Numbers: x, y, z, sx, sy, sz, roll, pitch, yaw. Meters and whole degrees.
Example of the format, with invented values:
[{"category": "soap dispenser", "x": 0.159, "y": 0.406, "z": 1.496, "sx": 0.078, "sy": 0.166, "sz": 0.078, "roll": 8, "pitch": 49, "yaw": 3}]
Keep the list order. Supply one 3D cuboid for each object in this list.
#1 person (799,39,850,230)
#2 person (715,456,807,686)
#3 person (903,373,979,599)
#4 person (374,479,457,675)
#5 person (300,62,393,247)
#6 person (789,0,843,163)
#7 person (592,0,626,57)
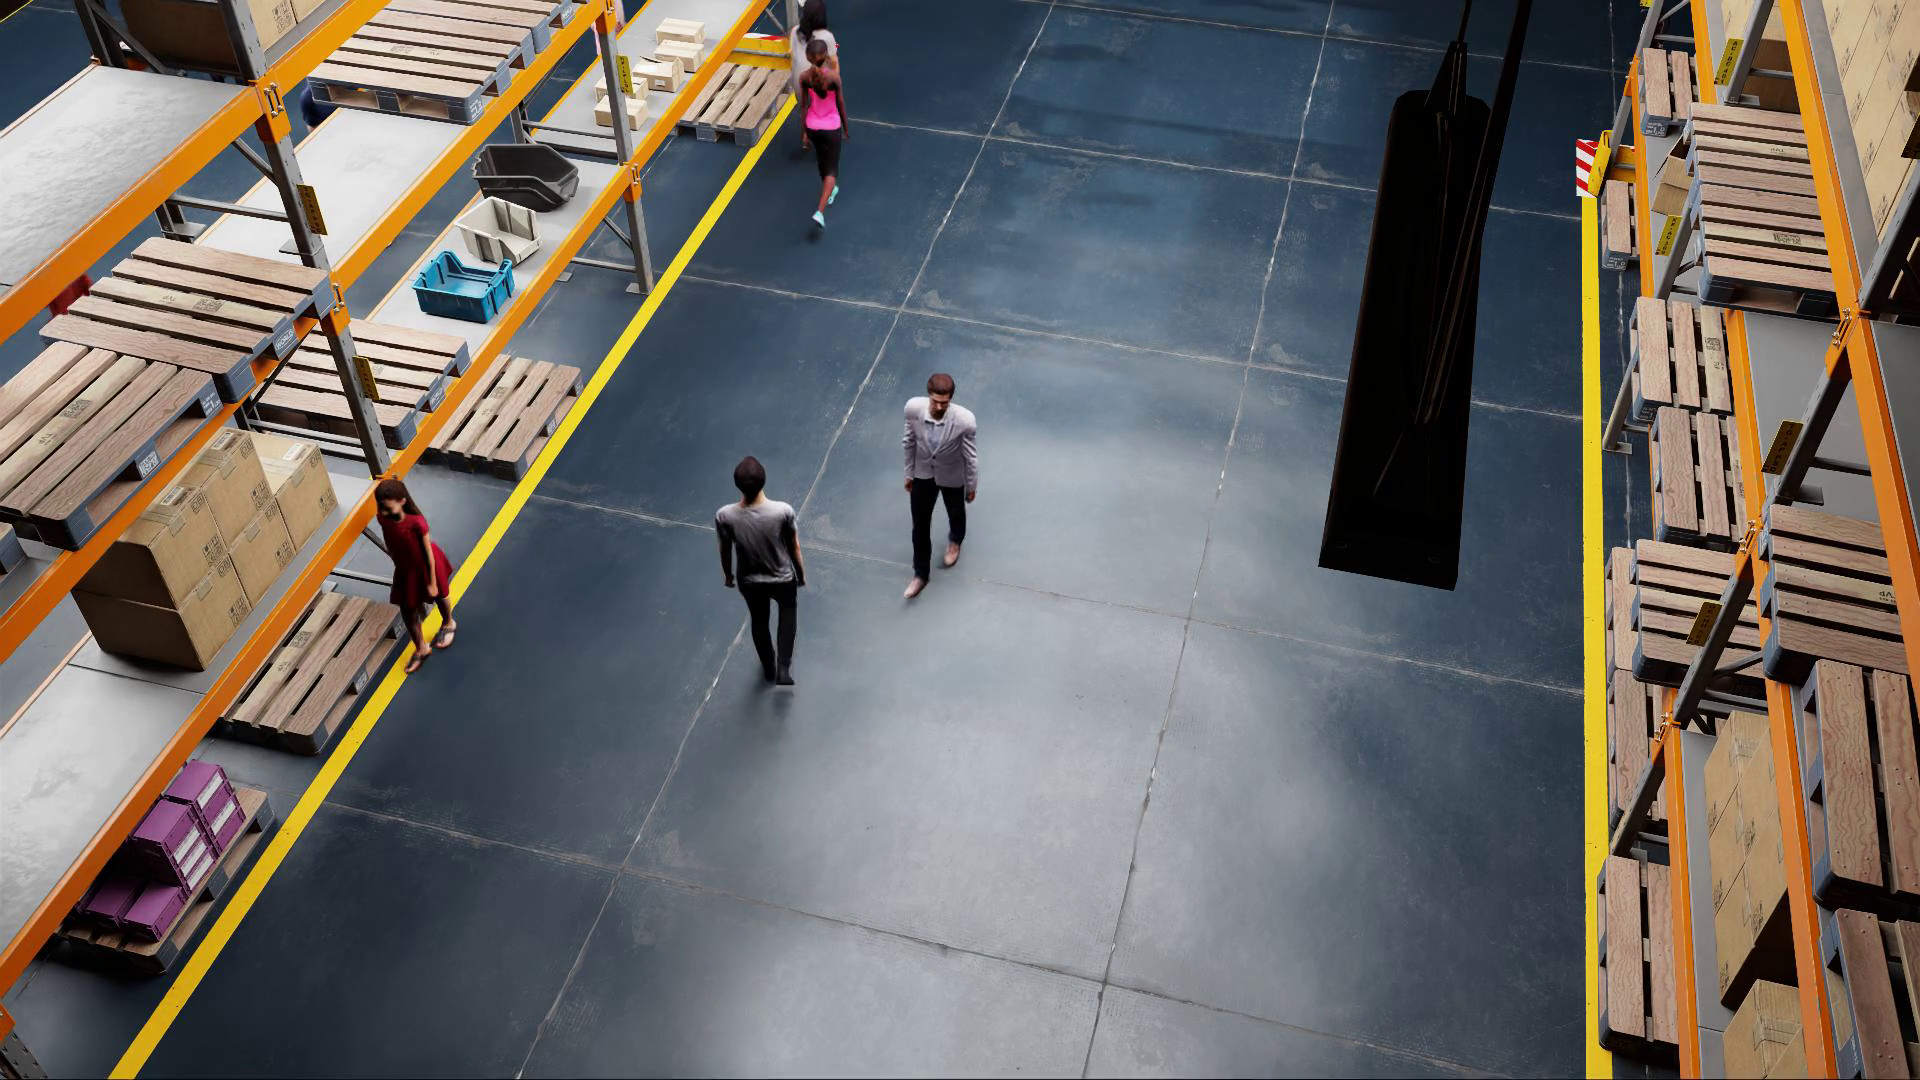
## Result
[{"category": "person", "x": -1.235, "y": -3.593, "z": 14.793, "sx": 0.554, "sy": 1.695, "sz": 1.058, "roll": 11, "pitch": 45, "yaw": 11}, {"category": "person", "x": -1.245, "y": 0.294, "z": 10.602, "sx": 0.808, "sy": 1.851, "sz": 0.883, "roll": -1, "pitch": 44, "yaw": -1}, {"category": "person", "x": -0.110, "y": -0.520, "z": 11.484, "sx": 0.711, "sy": 1.812, "sz": 0.981, "roll": 14, "pitch": 45, "yaw": 15}, {"category": "person", "x": -3.553, "y": 0.120, "z": 11.015, "sx": 0.561, "sy": 1.532, "sz": 0.772, "roll": 6, "pitch": 44, "yaw": 6}, {"category": "person", "x": -5.345, "y": -3.370, "z": 14.433, "sx": 0.738, "sy": 1.871, "sz": 0.752, "roll": -14, "pitch": 45, "yaw": -15}, {"category": "person", "x": -1.398, "y": -4.271, "z": 15.580, "sx": 0.677, "sy": 1.593, "sz": 0.677, "roll": 16, "pitch": 46, "yaw": 16}, {"category": "person", "x": -3.533, "y": -5.191, "z": 16.655, "sx": 0.540, "sy": 1.443, "sz": 0.492, "roll": 12, "pitch": 45, "yaw": 13}]
